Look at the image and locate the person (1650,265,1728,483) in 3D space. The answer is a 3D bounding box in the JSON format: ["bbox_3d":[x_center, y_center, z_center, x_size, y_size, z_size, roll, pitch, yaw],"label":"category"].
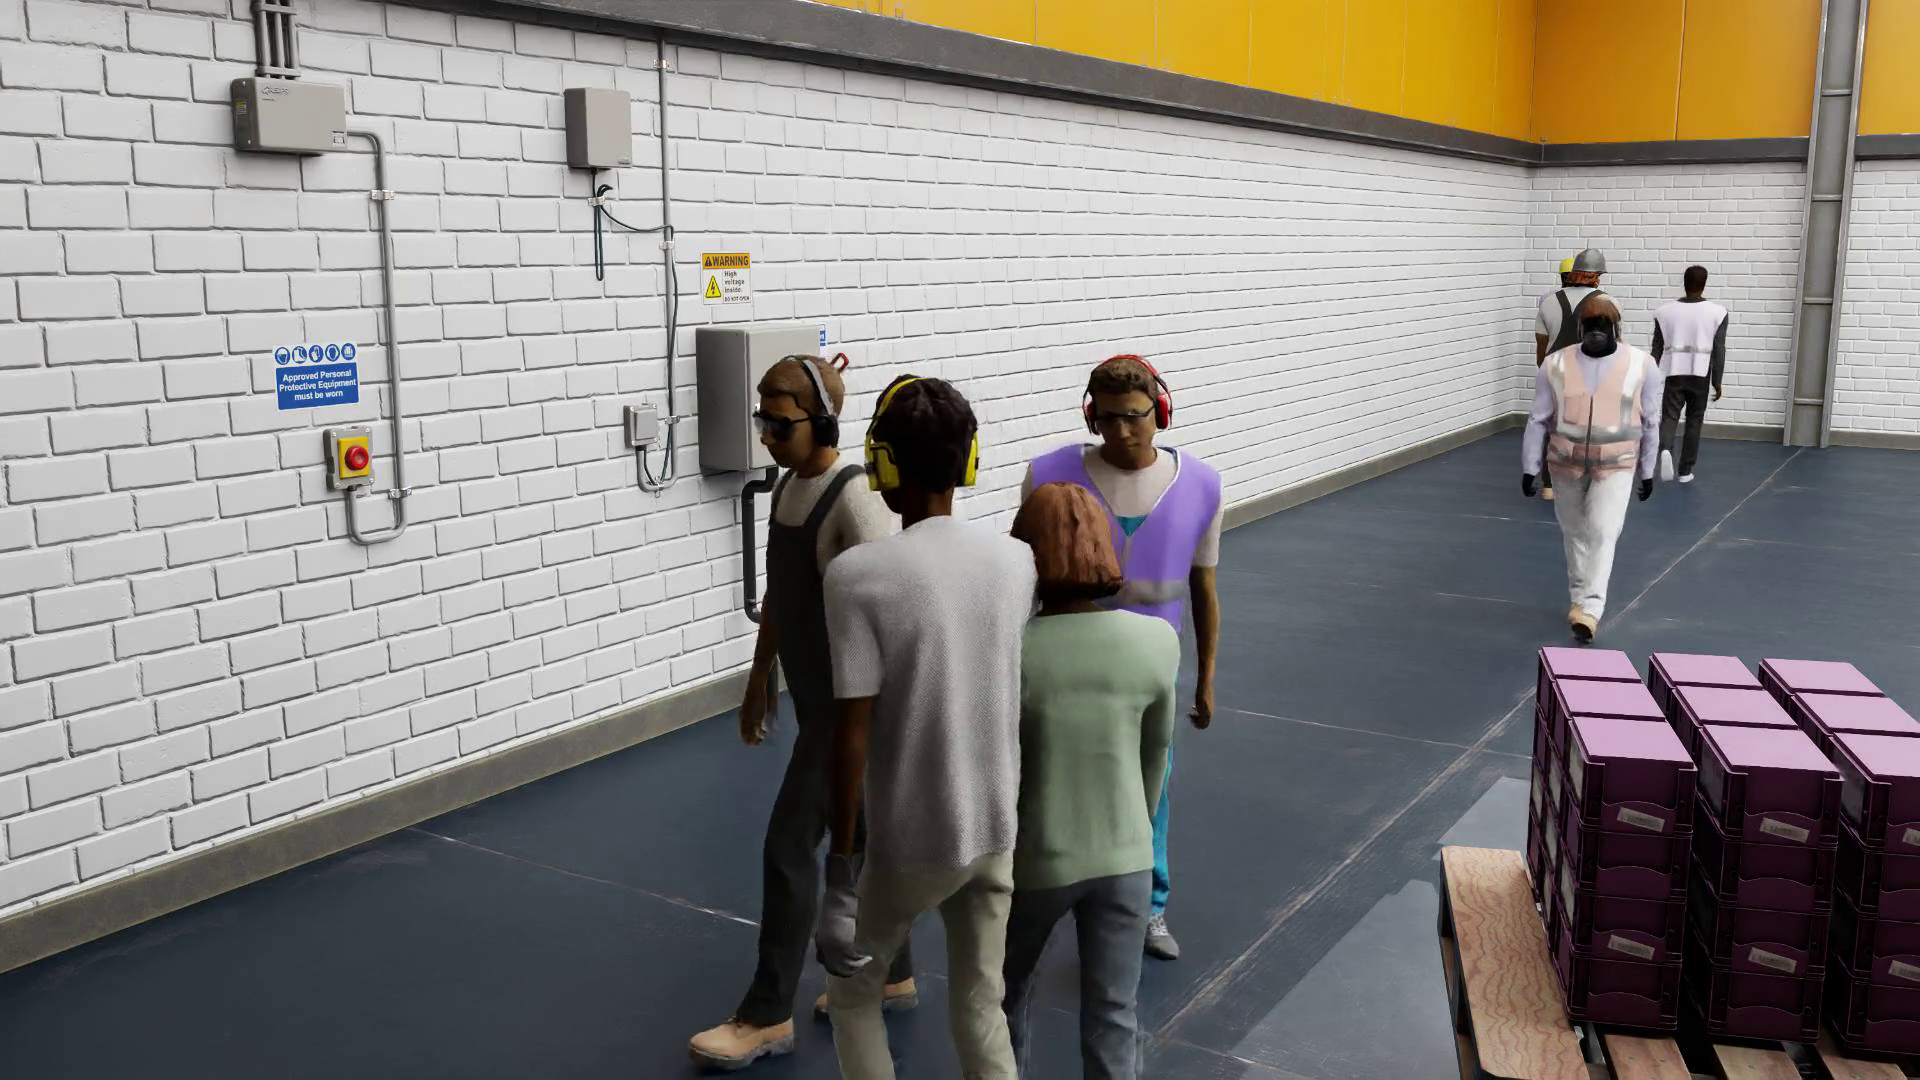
[{"bbox_3d":[6.232,-1.408,14.282,0.595,1.895,0.750,6,12,28],"label":"person"}]

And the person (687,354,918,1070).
[{"bbox_3d":[-0.440,0.435,4.269,0.803,1.811,0.550,-5,11,-27],"label":"person"}]

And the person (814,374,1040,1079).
[{"bbox_3d":[-0.091,0.603,3.286,0.567,1.839,0.609,-7,12,-34],"label":"person"}]

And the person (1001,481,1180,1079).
[{"bbox_3d":[0.198,0.671,3.539,0.500,1.607,0.709,-2,10,-12],"label":"person"}]

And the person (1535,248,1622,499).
[{"bbox_3d":[5.016,-1.326,13.417,0.688,2.000,0.536,10,14,43],"label":"person"}]

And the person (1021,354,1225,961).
[{"bbox_3d":[0.452,0.380,4.652,0.582,1.793,0.741,-1,10,-5],"label":"person"}]

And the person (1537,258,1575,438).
[{"bbox_3d":[6.370,-2.002,17.515,0.582,1.919,0.391,3,11,17],"label":"person"}]

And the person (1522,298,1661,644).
[{"bbox_3d":[3.313,-0.372,8.811,0.657,1.789,0.959,6,12,29],"label":"person"}]
